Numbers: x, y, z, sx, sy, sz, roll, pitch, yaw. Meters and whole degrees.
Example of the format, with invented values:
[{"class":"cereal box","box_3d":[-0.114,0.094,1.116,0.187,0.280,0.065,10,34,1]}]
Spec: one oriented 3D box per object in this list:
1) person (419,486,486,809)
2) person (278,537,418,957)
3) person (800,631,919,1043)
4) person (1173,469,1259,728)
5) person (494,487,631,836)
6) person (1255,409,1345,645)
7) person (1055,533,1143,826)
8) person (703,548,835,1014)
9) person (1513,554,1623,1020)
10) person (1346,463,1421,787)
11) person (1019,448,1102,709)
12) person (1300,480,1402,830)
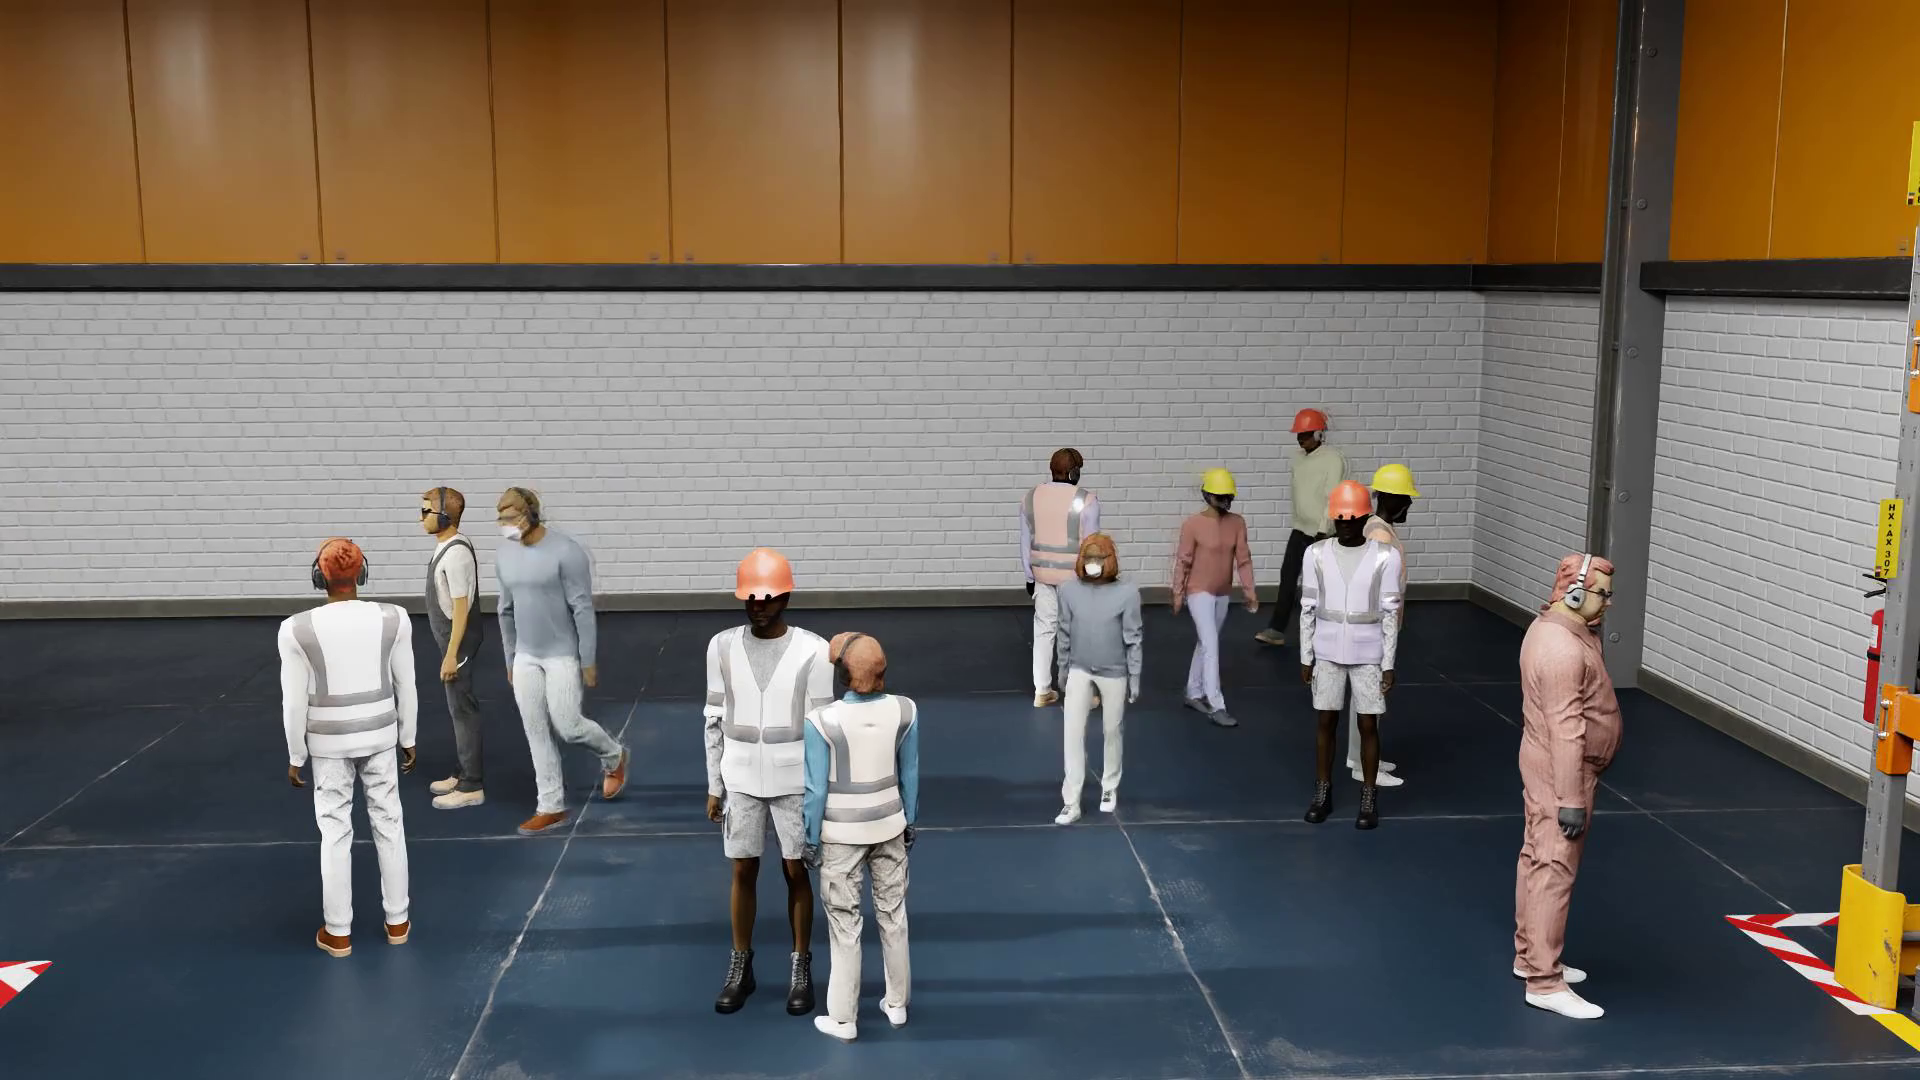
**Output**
[{"class":"person","box_3d":[-2.900,0.608,9.510,0.343,1.847,0.506,-3,9,-17]},{"class":"person","box_3d":[-2.718,0.918,7.443,0.575,1.885,0.355,-5,11,-31]},{"class":"person","box_3d":[-0.391,1.173,6.609,0.524,1.638,0.306,-6,11,-31]},{"class":"person","box_3d":[1.767,0.386,11.256,0.535,1.731,0.806,-6,11,-32]},{"class":"person","box_3d":[-2.216,0.634,9.179,0.681,1.902,0.695,5,10,27]},{"class":"person","box_3d":[2.798,-0.079,13.508,0.951,1.948,0.610,-7,11,-36]},{"class":"person","box_3d":[0.744,0.773,9.192,0.523,1.605,0.741,3,10,20]},{"class":"person","box_3d":[-0.784,0.989,6.831,0.543,1.938,0.356,1,9,5]},{"class":"person","box_3d":[2.521,0.996,6.906,0.407,1.902,0.639,2,9,12]},{"class":"person","box_3d":[2.530,0.497,9.957,0.386,1.922,0.594,1,9,9]},{"class":"person","box_3d":[0.730,0.273,11.625,0.633,1.841,0.429,6,11,32]},{"class":"person","box_3d":[2.124,0.628,9.129,0.540,1.931,0.382,4,10,23]}]
